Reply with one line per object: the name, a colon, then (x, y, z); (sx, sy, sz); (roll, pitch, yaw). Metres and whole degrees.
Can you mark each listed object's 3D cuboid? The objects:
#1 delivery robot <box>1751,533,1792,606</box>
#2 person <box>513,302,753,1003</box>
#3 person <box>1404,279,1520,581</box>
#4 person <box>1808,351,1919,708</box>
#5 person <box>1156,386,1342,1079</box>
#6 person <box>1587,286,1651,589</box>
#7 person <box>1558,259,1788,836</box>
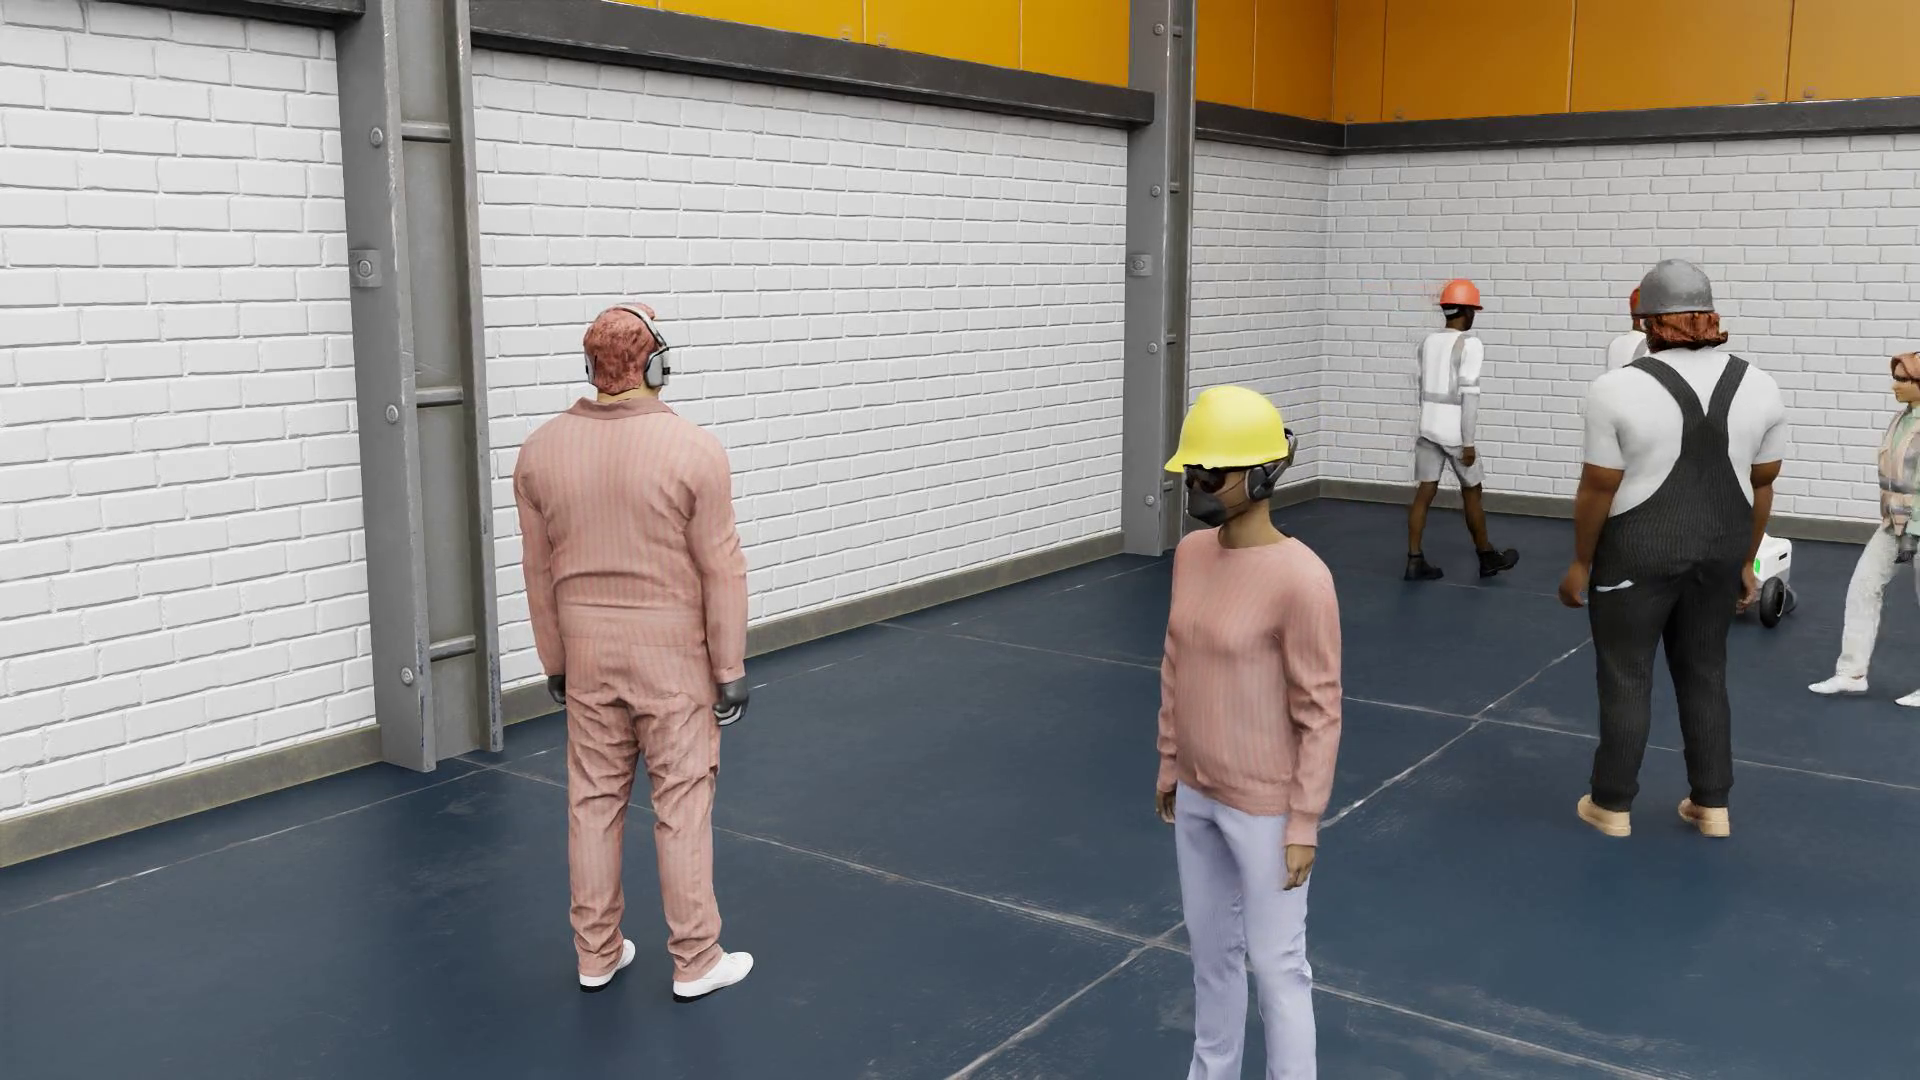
delivery robot: (4.473, 0.120, 9.465); (0.477, 0.478, 0.707); (8, 12, 38)
person: (-0.865, 0.315, 4.551); (0.643, 1.913, 0.410); (3, 10, 16)
person: (3.181, -0.689, 10.551); (0.848, 1.897, 0.559); (-5, 11, -28)
person: (4.212, -0.034, 7.494); (0.686, 1.612, 0.522); (0, 10, 1)
person: (0.581, 0.550, 3.585); (0.330, 1.765, 0.533); (-5, 11, -28)
person: (4.067, -0.592, 10.063); (0.345, 1.876, 0.579); (-1, 10, -9)
person: (2.462, 0.031, 5.852); (0.695, 2.000, 0.537); (-1, 10, -4)
